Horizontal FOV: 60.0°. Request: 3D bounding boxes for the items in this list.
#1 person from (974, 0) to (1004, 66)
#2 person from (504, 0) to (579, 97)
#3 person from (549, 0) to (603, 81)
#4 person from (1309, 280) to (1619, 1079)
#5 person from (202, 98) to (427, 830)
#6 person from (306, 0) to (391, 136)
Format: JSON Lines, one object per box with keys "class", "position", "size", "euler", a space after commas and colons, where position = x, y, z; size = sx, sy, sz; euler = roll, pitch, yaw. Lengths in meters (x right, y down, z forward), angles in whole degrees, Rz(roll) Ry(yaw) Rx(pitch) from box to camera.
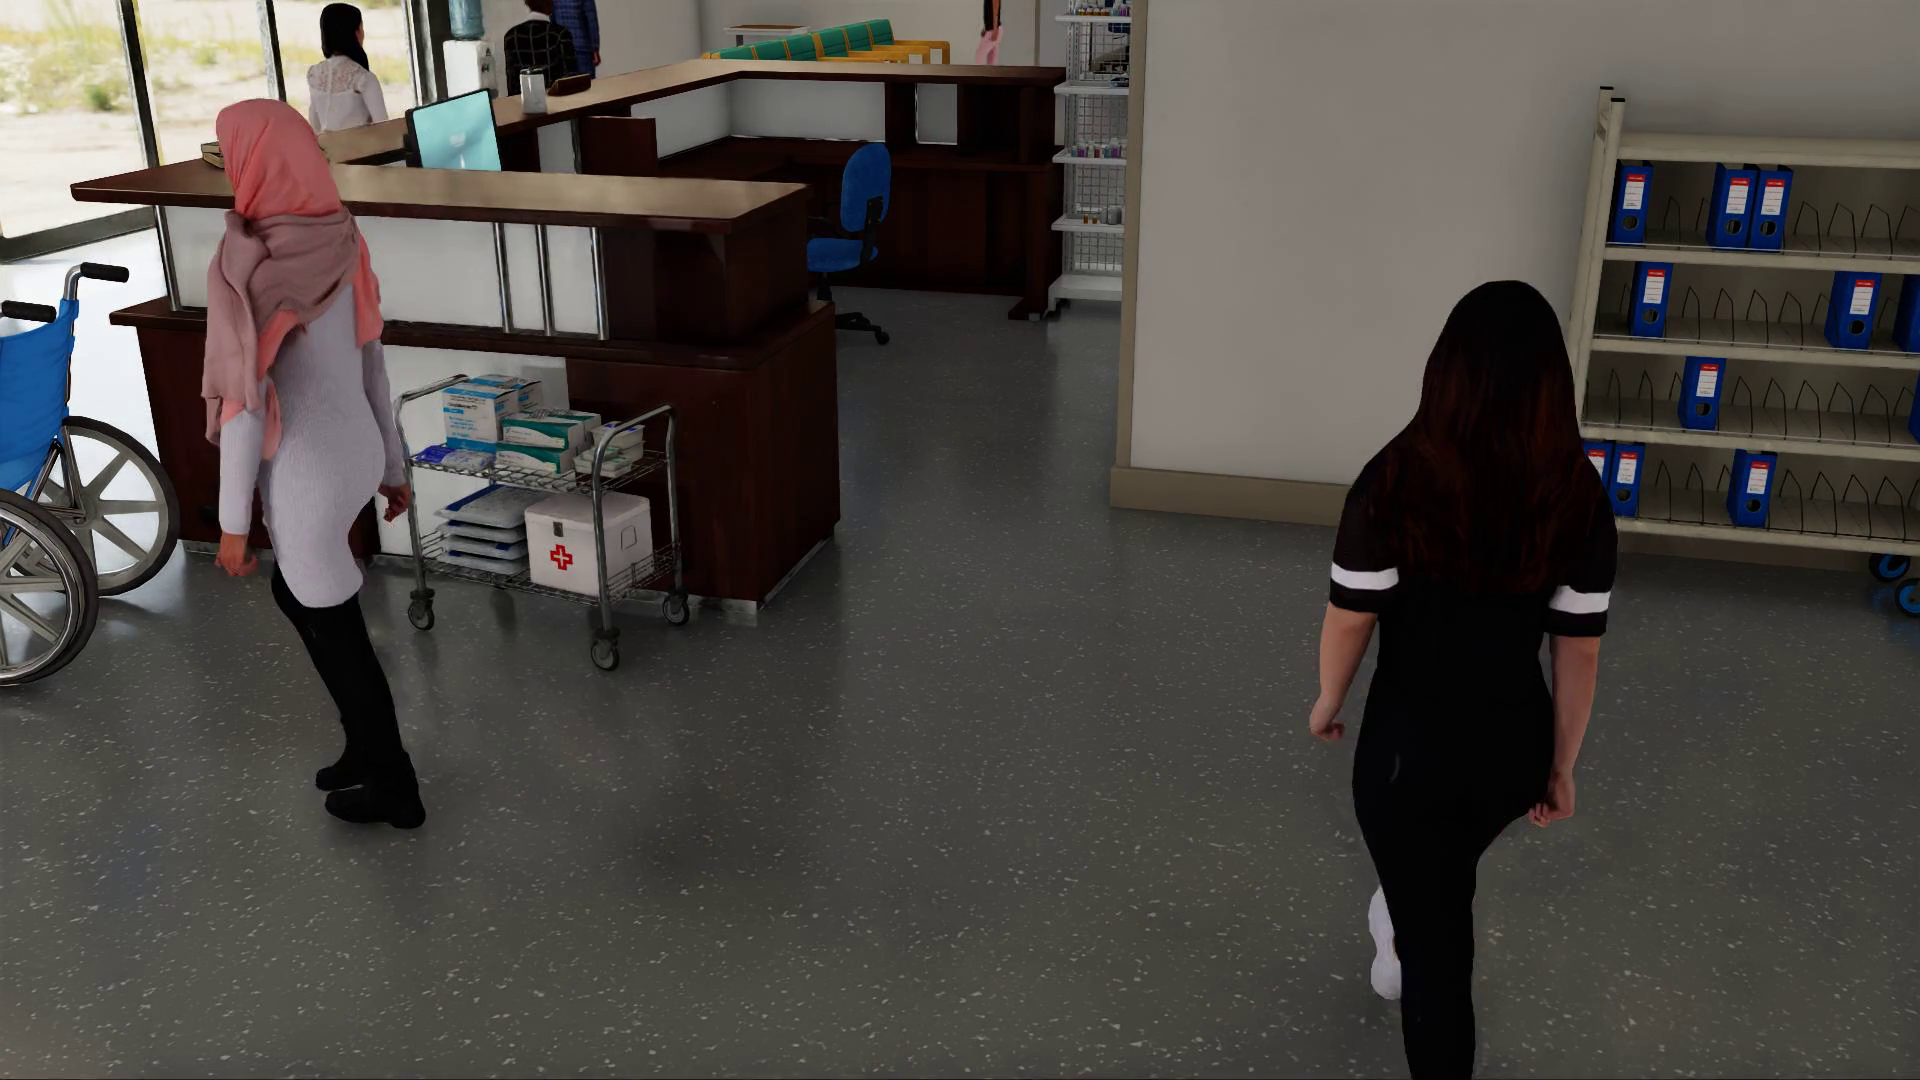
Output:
{"class": "person", "position": [0.456, -6.148, 20.208], "size": [0.691, 1.544, 0.630], "euler": [-1, 21, -3]}
{"class": "person", "position": [-2.532, -2.457, 10.093], "size": [0.847, 1.807, 0.791], "euler": [8, 22, 20]}
{"class": "person", "position": [-3.788, -4.825, 16.321], "size": [0.572, 1.824, 0.763], "euler": [3, 21, 7]}
{"class": "person", "position": [0.846, 0.409, 2.827], "size": [1.093, 1.593, 0.867], "euler": [0, 21, 0]}
{"class": "person", "position": [-1.424, -0.108, 3.908], "size": [0.622, 1.795, 0.655], "euler": [5, 21, 13]}
{"class": "person", "position": [-3.149, -1.822, 8.527], "size": [0.716, 1.729, 0.766], "euler": [12, 24, 29]}
